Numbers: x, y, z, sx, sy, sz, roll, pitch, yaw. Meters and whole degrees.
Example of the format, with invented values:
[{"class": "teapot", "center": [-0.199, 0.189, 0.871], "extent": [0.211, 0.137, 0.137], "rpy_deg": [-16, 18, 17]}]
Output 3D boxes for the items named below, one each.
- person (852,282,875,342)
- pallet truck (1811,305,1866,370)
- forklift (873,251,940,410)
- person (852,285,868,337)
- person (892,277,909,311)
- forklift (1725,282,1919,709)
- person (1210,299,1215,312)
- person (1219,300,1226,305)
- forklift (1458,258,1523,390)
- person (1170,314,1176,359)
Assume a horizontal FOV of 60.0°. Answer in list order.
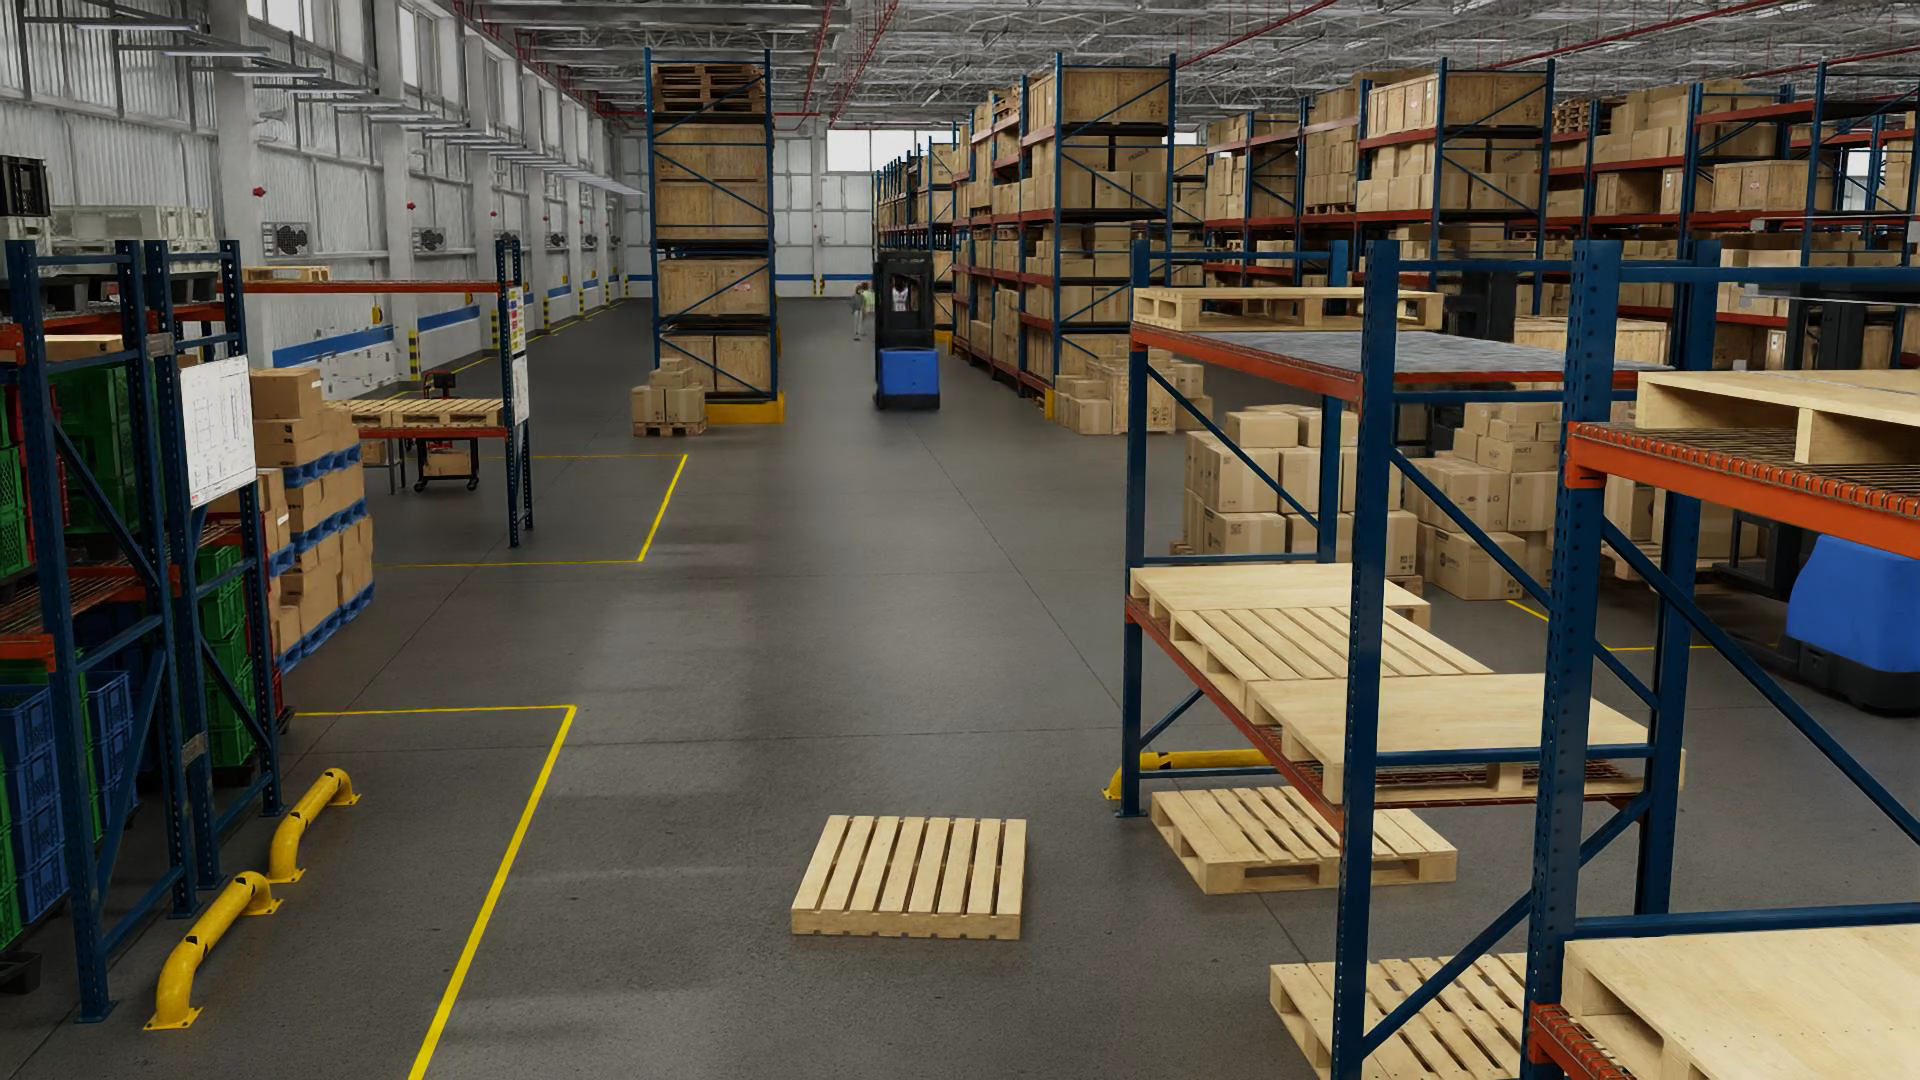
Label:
[{"class": "person", "center": [-2.762, -6.817, 49.688], "extent": [0.958, 1.807, 0.583], "rpy_deg": [5, 12, 27]}, {"class": "pallet truck", "center": [15.846, -3.142, 28.793], "extent": [1.885, 1.965, 0.823], "rpy_deg": [2, 10, 12]}, {"class": "forklift", "center": [-0.972, -3.810, 30.047], "extent": [1.129, 2.768, 1.873], "rpy_deg": [-1, 10, -6]}, {"class": "person", "center": [-3.130, -7.179, 52.221], "extent": [0.518, 1.603, 0.679], "rpy_deg": [-6, 12, -29]}, {"class": "person", "center": [-1.863, -7.102, 51.002], "extent": [0.606, 1.897, 0.595], "rpy_deg": [-2, 10, -13]}, {"class": "forklift", "center": [6.242, -0.419, 11.257], "extent": [1.129, 2.768, 1.873], "rpy_deg": [-1, 10, -6]}, {"class": "person", "center": [8.850, -8.534, 58.979], "extent": [0.555, 1.900, 0.992], "rpy_deg": [-3, 11, -17]}, {"class": "person", "center": [9.788, -8.840, 61.351], "extent": [0.514, 1.642, 0.311], "rpy_deg": [6, 12, 31]}, {"class": "forklift", "center": [6.006, -1.817, 19.002], "extent": [1.873, 2.768, 1.129], "rpy_deg": [-1, 10, -6]}, {"class": "person", "center": [4.781, -4.670, 38.366], "extent": [0.534, 1.589, 0.858], "rpy_deg": [2, 10, 11]}]
